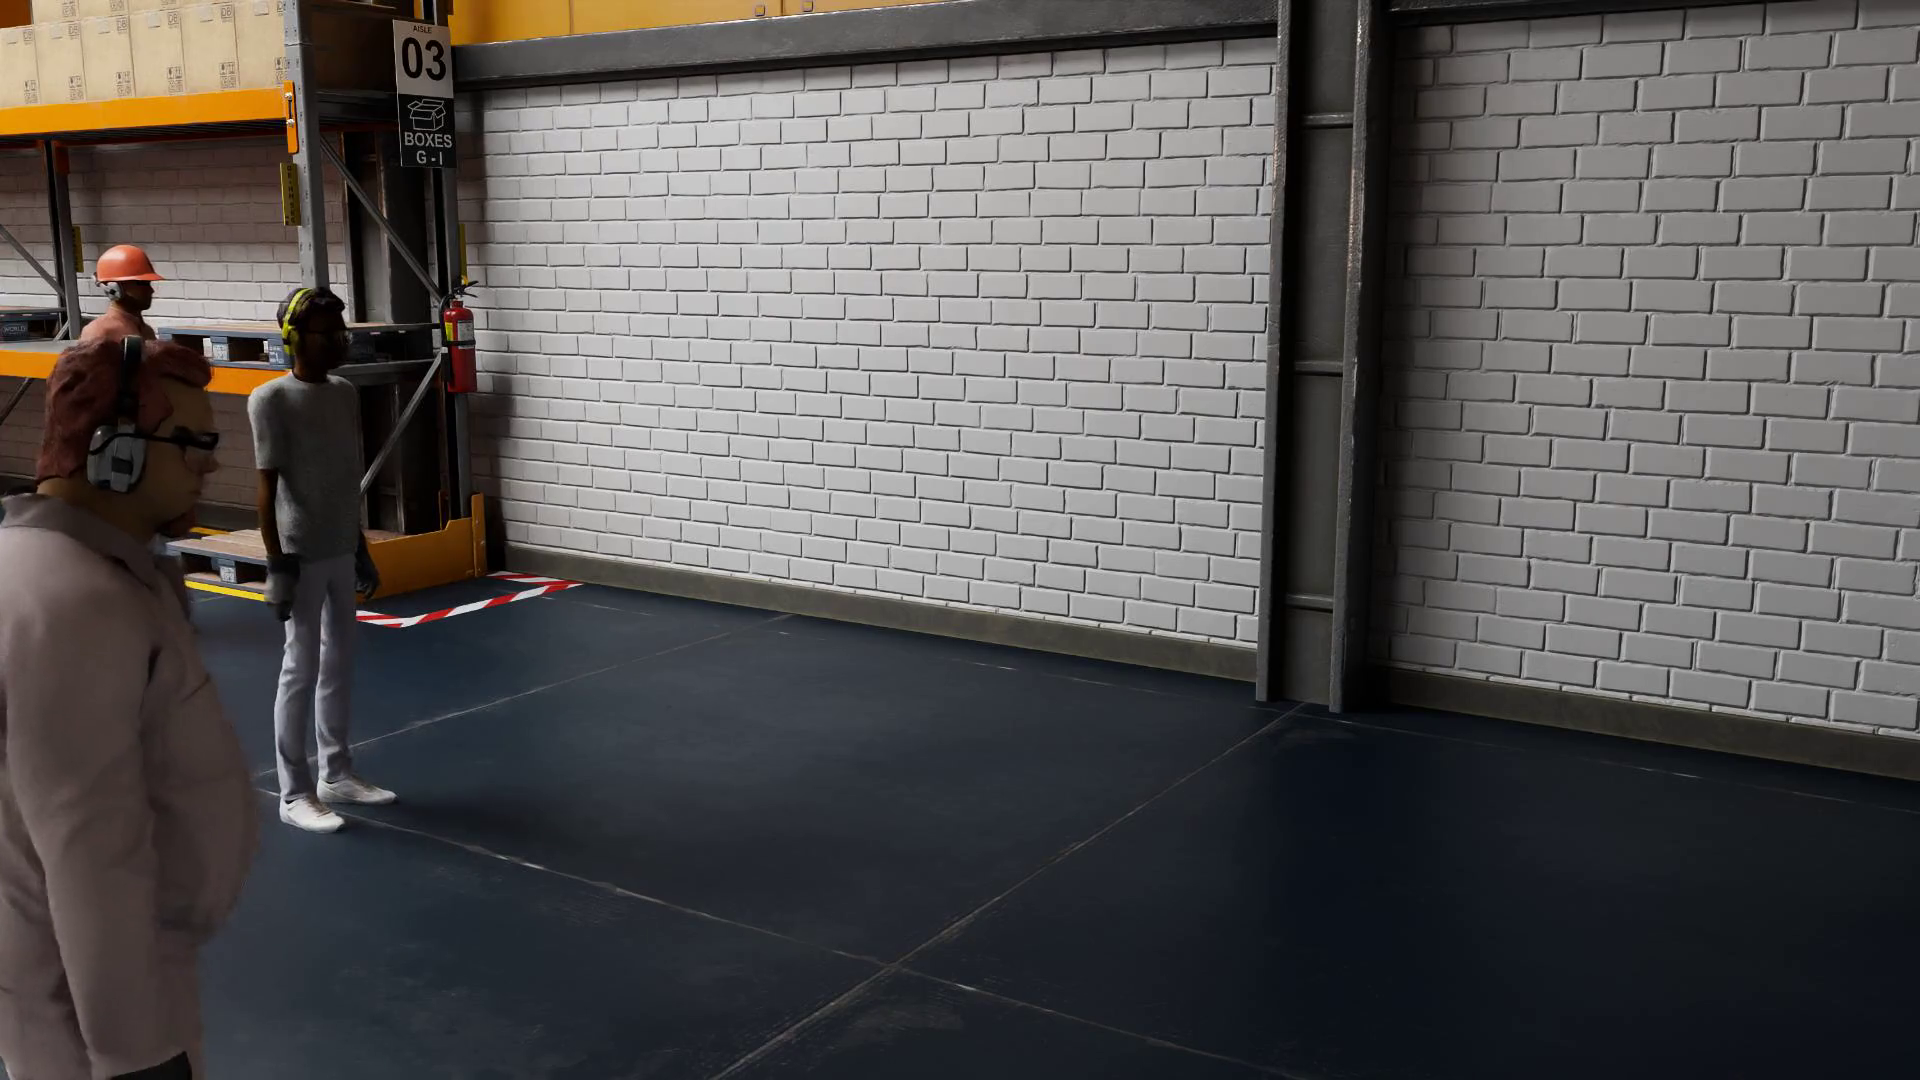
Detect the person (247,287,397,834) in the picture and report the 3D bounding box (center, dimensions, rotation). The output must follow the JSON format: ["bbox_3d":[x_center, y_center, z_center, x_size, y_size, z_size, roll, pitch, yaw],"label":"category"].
[{"bbox_3d":[-2.213,0.064,5.765,0.310,1.864,0.533,3,11,16],"label":"person"}]

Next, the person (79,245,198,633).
[{"bbox_3d":[-4.097,-0.456,8.283,0.379,1.996,0.609,0,10,-3],"label":"person"}]

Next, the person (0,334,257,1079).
[{"bbox_3d":[-1.263,0.643,2.505,0.400,1.887,0.660,-6,12,-30],"label":"person"}]
